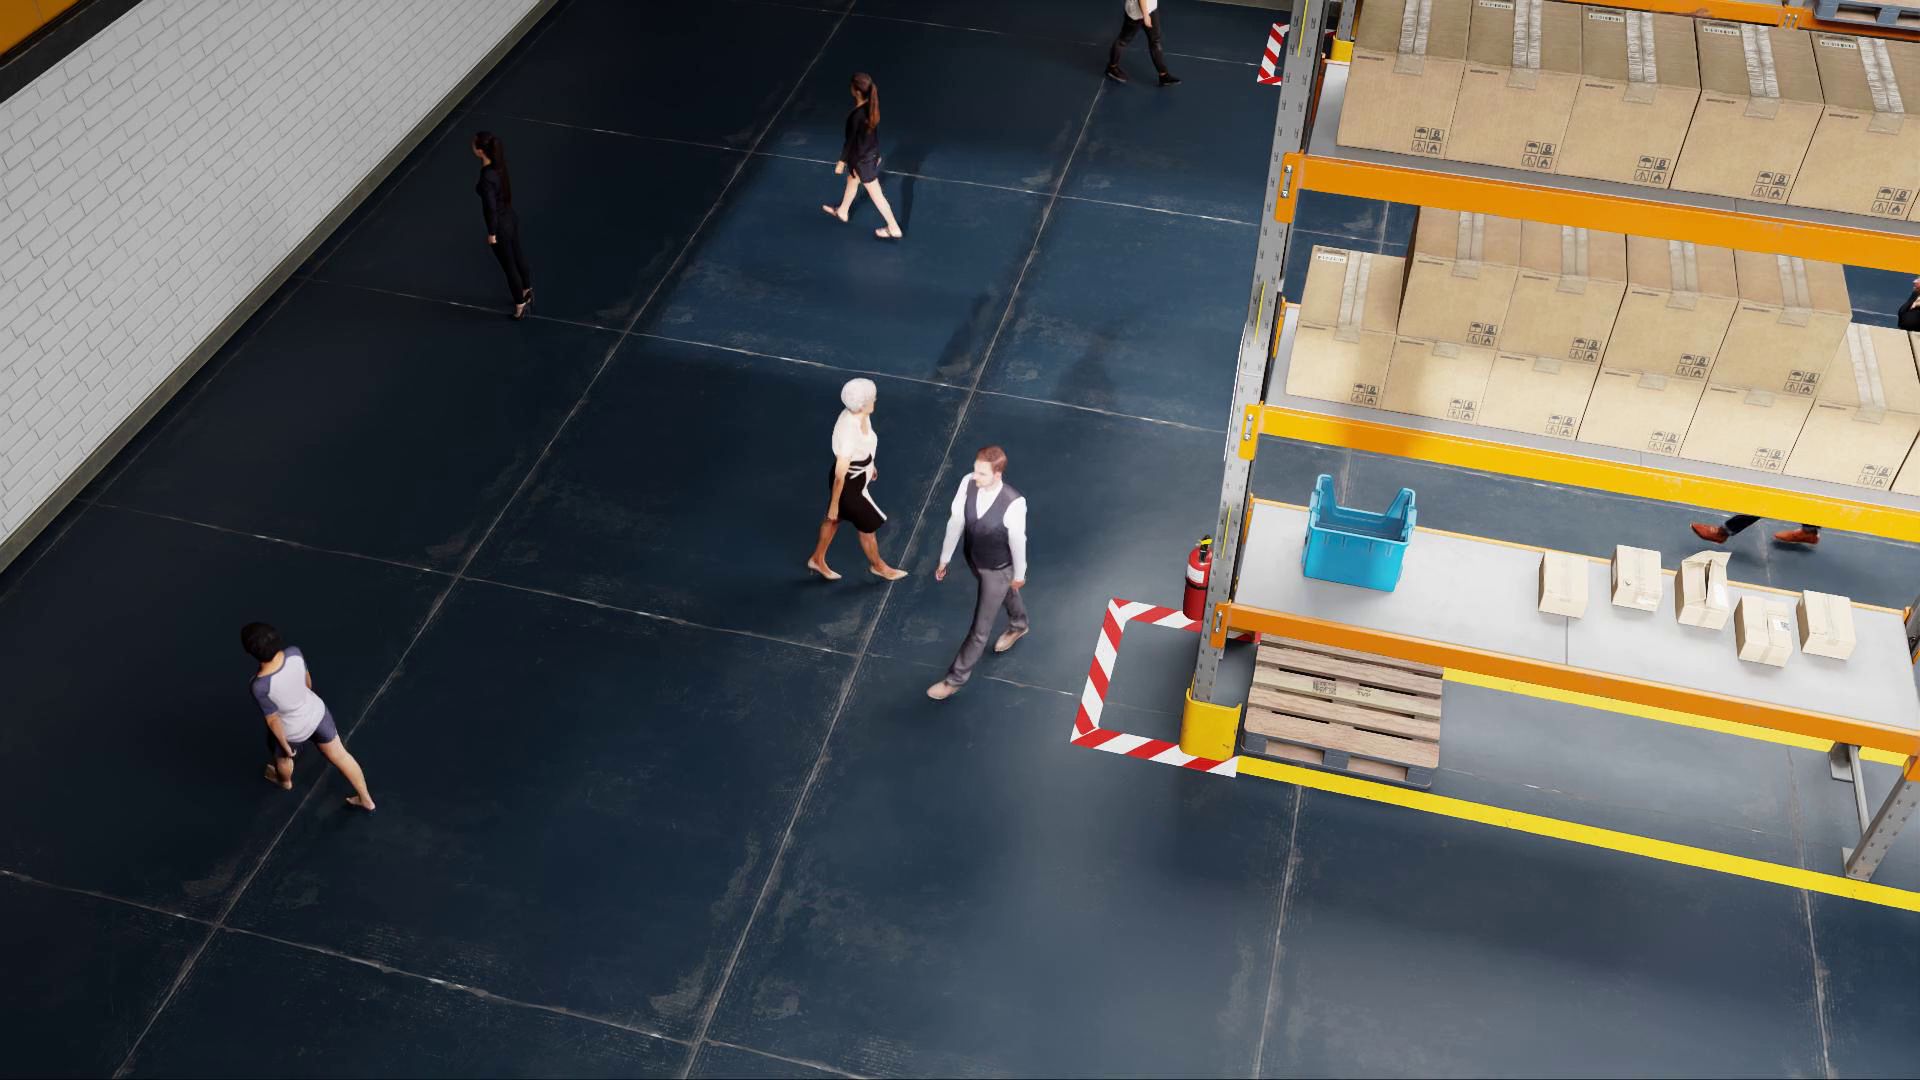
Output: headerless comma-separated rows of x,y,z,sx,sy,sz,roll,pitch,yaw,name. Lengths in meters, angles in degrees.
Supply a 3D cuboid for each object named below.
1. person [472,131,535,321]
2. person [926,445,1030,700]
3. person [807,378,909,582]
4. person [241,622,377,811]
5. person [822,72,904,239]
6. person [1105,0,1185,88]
-3.724,-2.565,13.544,0.530,1.712,0.600,5,44,5,person
0.262,0.089,10.626,1.169,1.895,1.247,-31,52,-28,person
-0.843,-0.342,11.210,1.015,1.712,0.788,2,44,3,person
-3.864,1.092,9.846,1.082,1.517,0.745,21,48,21,person
-0.765,-3.299,14.453,1.068,1.519,0.646,16,46,16,person
1.718,-5.285,16.421,1.154,1.681,0.856,25,49,24,person
